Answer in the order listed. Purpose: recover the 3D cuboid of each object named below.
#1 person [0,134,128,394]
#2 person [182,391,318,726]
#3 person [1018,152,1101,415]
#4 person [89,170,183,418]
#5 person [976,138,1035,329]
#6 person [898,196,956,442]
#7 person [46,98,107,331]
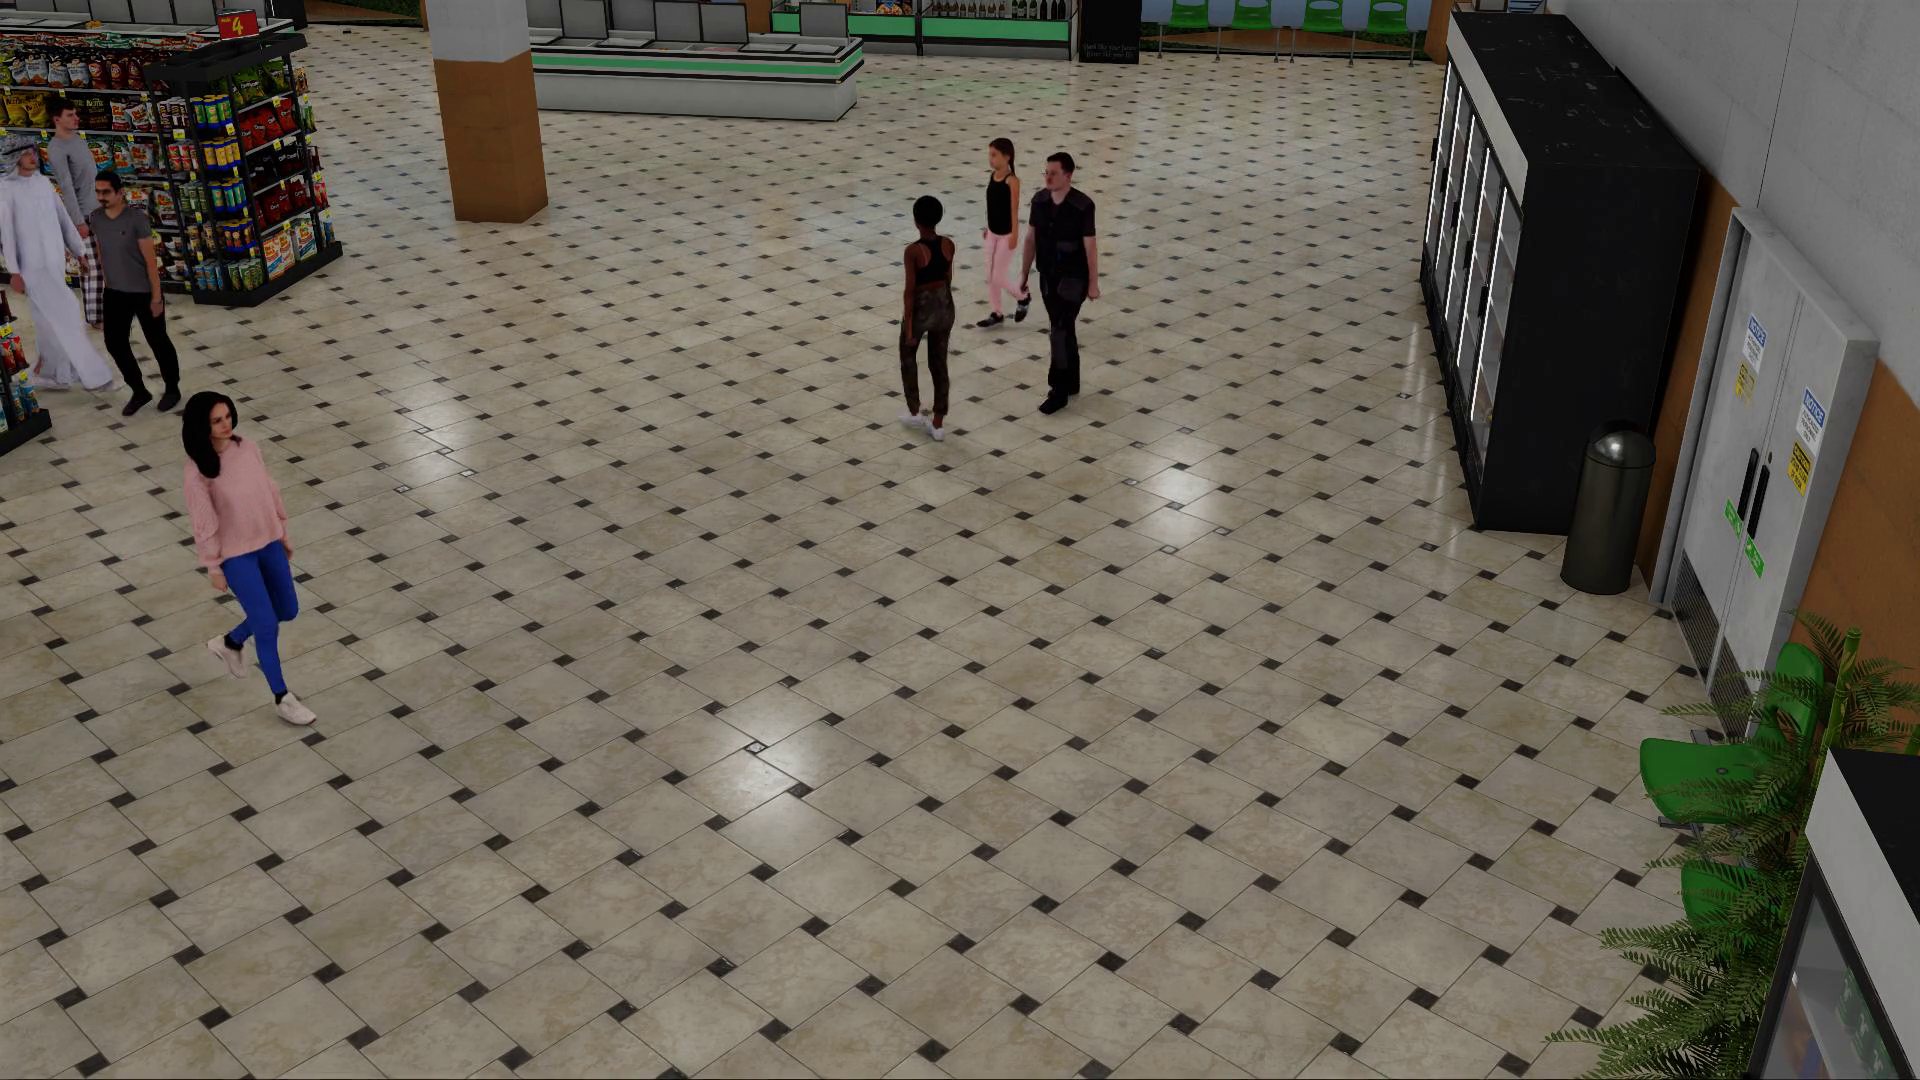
[{"bbox_3d":[-6.717,-1.966,12.016,1.098,1.897,0.693,4,27,8],"label":"person"},{"bbox_3d":[-3.548,0.072,8.159,0.992,1.750,0.775,11,29,20],"label":"person"},{"bbox_3d":[0.796,-1.879,11.919,0.979,1.829,0.924,-23,35,-37],"label":"person"},{"bbox_3d":[-5.832,-1.789,11.840,0.633,1.741,0.720,3,27,5],"label":"person"},{"bbox_3d":[0.388,-2.450,13.356,0.823,1.549,0.761,-17,32,-30],"label":"person"},{"bbox_3d":[-0.156,-1.468,11.270,0.731,1.684,0.789,-14,30,-25],"label":"person"},{"bbox_3d":[-7.043,-2.628,13.377,0.609,1.847,0.678,-1,27,-3],"label":"person"}]
